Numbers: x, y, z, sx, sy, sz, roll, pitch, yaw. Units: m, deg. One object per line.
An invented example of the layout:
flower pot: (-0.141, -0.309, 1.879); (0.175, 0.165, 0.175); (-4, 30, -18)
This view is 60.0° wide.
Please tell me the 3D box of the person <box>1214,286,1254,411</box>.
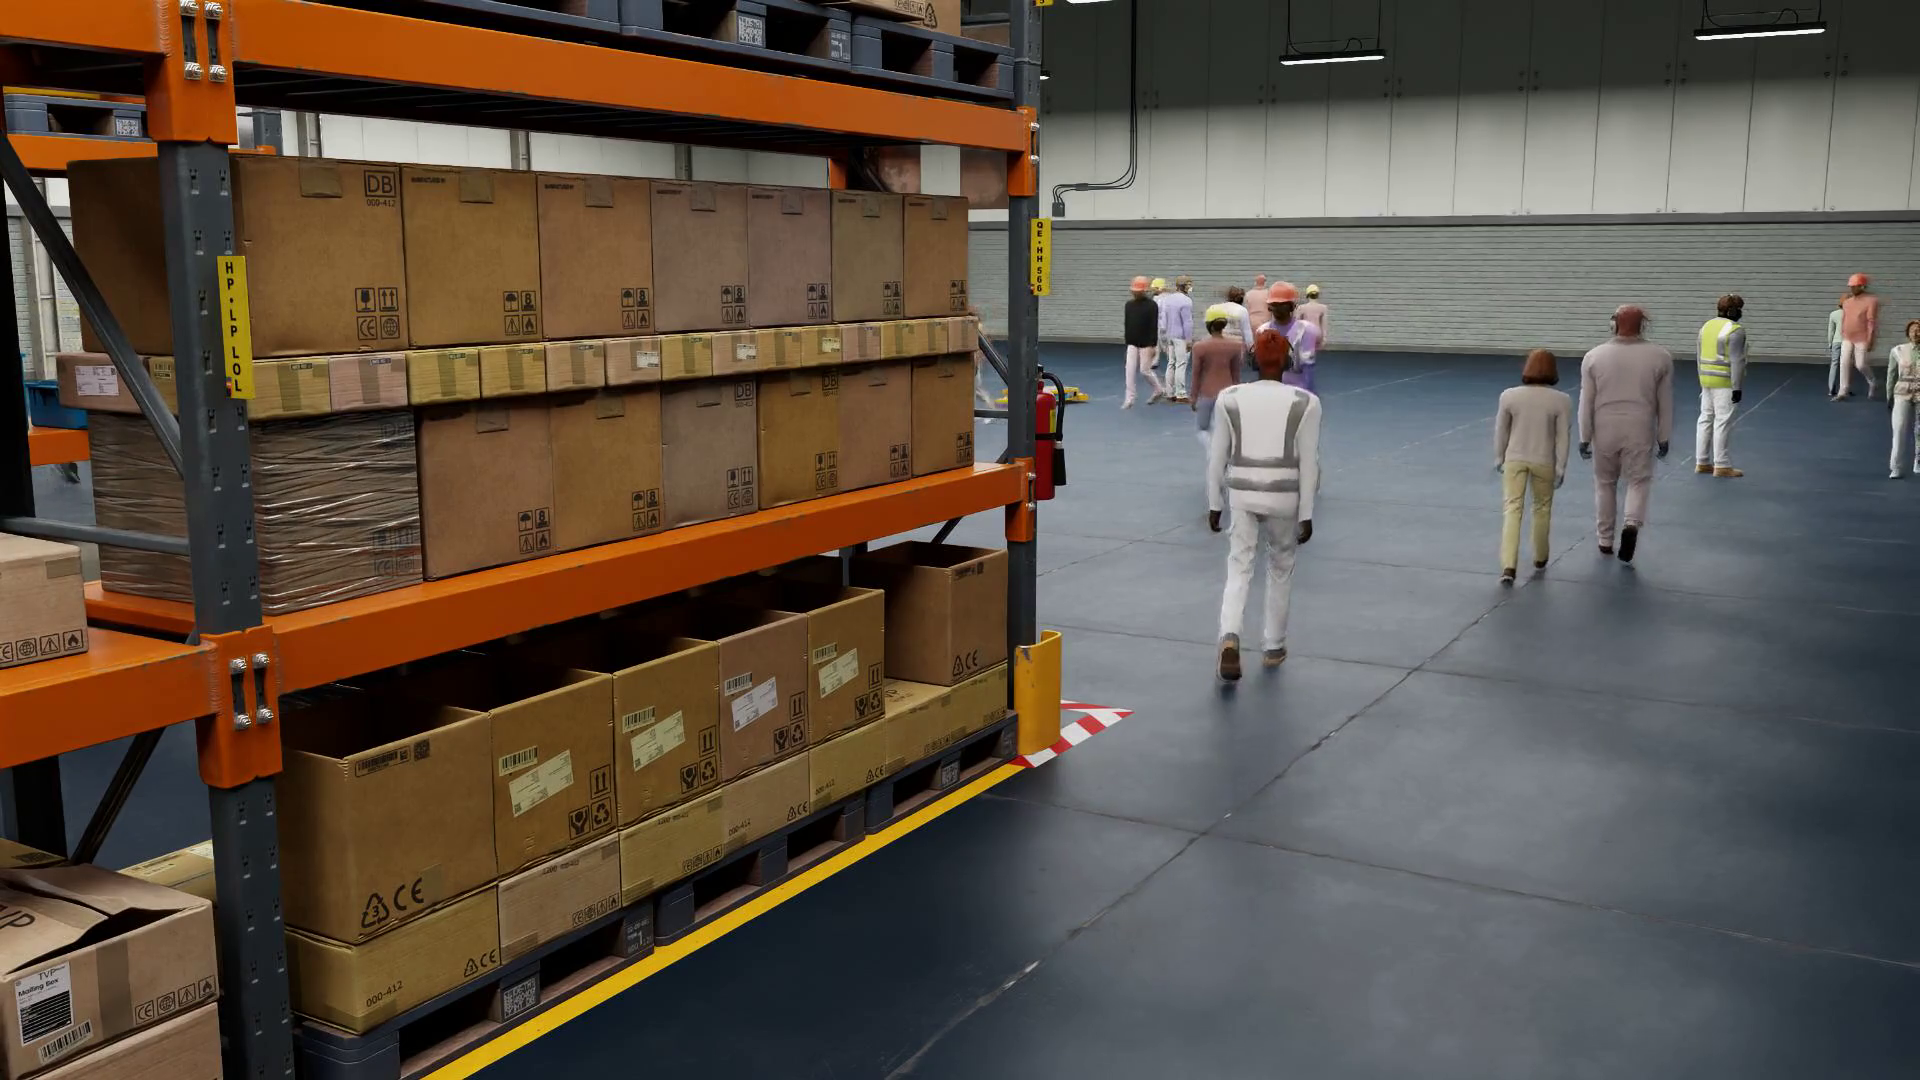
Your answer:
person: (4.006, -2.754, 24.010); (0.979, 1.787, 0.637); (-6, 11, -31)

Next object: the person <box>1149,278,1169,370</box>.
person: (3.950, -4.229, 32.588); (0.625, 1.809, 0.593); (-3, 10, -17)

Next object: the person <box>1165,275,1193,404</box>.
person: (3.321, -3.019, 25.121); (0.379, 1.937, 0.629); (-4, 10, -21)

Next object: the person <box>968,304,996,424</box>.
person: (0.140, -2.299, 21.848); (0.767, 1.608, 0.524); (-8, 13, -40)

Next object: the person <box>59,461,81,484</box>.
person: (-8.379, -1.431, 16.246); (0.589, 1.802, 0.840); (7, 12, 36)

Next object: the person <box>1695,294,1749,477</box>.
person: (7.749, -1.567, 16.900); (0.430, 1.843, 0.625); (-2, 10, -10)

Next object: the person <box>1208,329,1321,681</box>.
person: (1.587, -0.187, 8.807); (0.587, 1.857, 0.891); (3, 10, 20)

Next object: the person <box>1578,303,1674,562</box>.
person: (4.867, -0.789, 12.199); (0.650, 1.883, 0.802); (4, 10, 22)

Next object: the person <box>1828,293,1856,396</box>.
person: (14.166, -3.128, 26.644); (0.281, 1.634, 0.498); (-8, 12, -37)

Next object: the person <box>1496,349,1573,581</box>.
person: (3.955, -0.520, 11.518); (0.513, 1.586, 0.878); (5, 11, 26)

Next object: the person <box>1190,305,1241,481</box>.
person: (2.498, -1.398, 16.148); (0.524, 1.755, 0.487); (-2, 10, -13)

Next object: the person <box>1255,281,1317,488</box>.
person: (2.956, -1.327, 15.013); (0.626, 2.020, 0.897); (7, 12, 35)

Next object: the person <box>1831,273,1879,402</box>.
person: (13.736, -3.083, 25.398); (0.726, 1.971, 0.624); (-4, 11, -24)

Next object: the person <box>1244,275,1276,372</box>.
person: (5.687, -4.092, 31.582); (0.651, 1.883, 0.811); (4, 11, 23)

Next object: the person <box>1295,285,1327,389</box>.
person: (5.880, -3.426, 28.106); (0.540, 1.727, 0.861); (-2, 10, -10)

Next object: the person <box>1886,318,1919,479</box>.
person: (9.653, -1.438, 16.821); (0.518, 1.610, 0.762); (6, 12, 34)

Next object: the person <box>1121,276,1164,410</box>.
person: (2.683, -2.869, 24.214); (0.646, 1.958, 0.777); (9, 13, 44)

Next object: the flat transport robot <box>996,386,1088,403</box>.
flat transport robot: (1.254, -2.194, 25.160); (0.652, 0.197, 1.431); (8, 13, 40)
